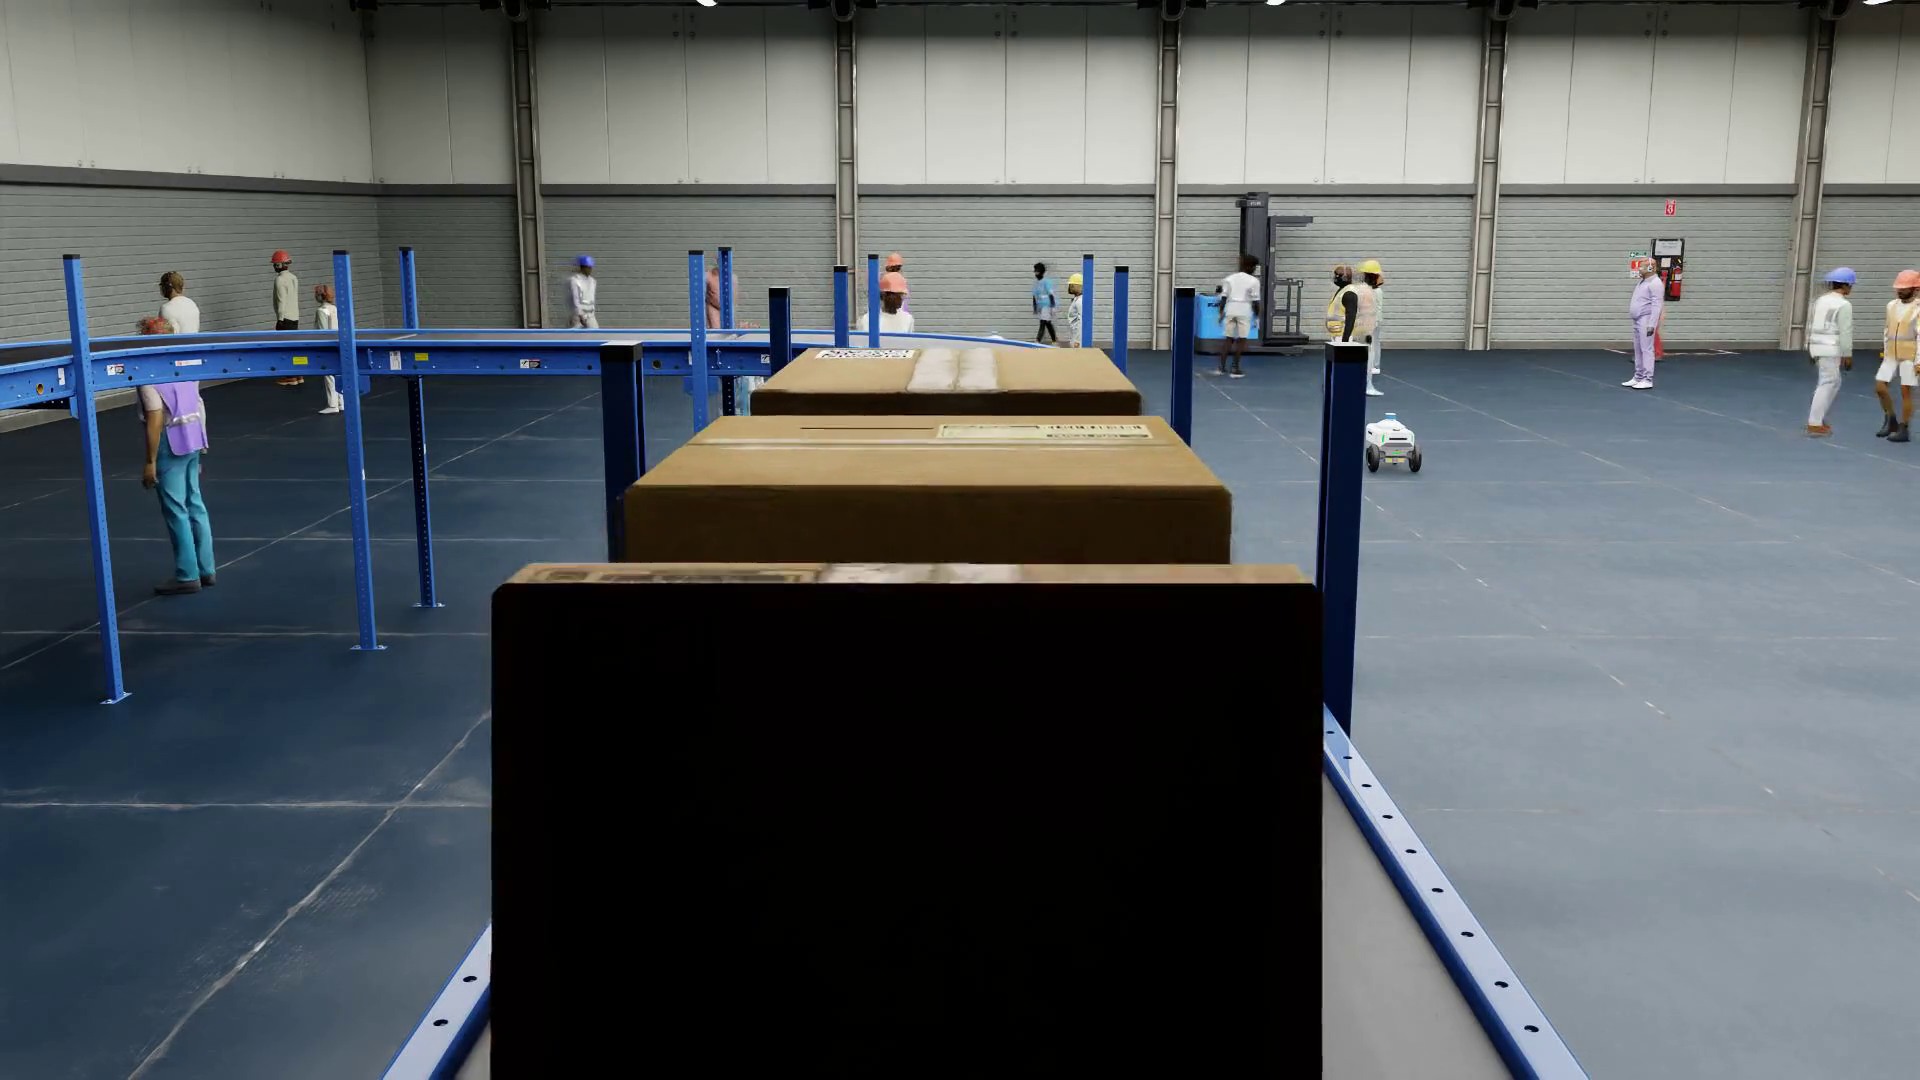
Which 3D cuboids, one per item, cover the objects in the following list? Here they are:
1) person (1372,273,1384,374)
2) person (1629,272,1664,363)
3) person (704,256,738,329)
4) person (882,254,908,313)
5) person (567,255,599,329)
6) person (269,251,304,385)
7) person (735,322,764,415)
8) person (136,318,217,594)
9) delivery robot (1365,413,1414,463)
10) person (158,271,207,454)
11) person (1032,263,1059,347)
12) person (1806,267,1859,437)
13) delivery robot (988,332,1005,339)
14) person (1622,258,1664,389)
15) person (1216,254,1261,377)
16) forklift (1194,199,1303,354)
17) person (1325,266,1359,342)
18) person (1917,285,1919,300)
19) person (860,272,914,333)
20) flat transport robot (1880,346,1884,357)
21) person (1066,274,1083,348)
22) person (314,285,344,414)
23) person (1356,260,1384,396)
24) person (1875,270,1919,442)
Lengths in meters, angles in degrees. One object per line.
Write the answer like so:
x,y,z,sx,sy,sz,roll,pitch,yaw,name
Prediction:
6.636,-3.494,26.728,0.273,1.632,0.507,0,11,0,person
11.881,-3.906,28.675,0.762,1.708,0.544,-2,11,-12,person
-4.152,-3.952,28.534,0.658,1.857,0.815,-6,12,-27,person
-0.992,-3.442,25.759,0.413,1.924,0.597,-1,11,-6,person
-5.938,-3.560,26.398,1.019,1.886,0.615,8,13,35,person
-10.133,-3.341,25.010,0.384,1.993,0.622,0,11,0,person
-1.889,-1.059,14.271,0.645,1.616,0.520,0,11,-1,person
-5.276,-0.558,11.181,0.380,1.838,0.608,1,11,6,person
4.319,-1.031,16.724,0.477,0.478,0.707,0,11,1,delivery robot
-8.176,-1.841,17.448,0.359,1.938,0.635,0,11,0,person
1.538,-4.347,31.074,0.924,1.627,0.590,-7,13,-32,person
10.000,-2.151,19.067,0.520,1.924,0.638,0,11,1,person
0.610,-3.328,28.526,0.477,0.478,0.707,-8,14,-35,delivery robot
10.032,-3.183,24.427,0.409,1.906,0.652,0,11,0,person
4.412,-3.531,26.161,0.635,1.923,0.494,8,14,37,person
5.313,-4.851,30.603,1.873,2.768,1.129,0,11,1,forklift
5.184,-2.801,22.644,0.429,1.841,0.636,0,11,0,person
15.836,-3.624,27.072,0.481,1.747,0.554,-6,13,-29,person
-0.628,-1.493,15.536,0.617,1.984,1.064,-8,14,-36,person
16.776,-3.238,29.036,0.652,0.197,1.431,0,11,1,flat transport robot
1.559,-2.698,22.351,0.294,1.744,0.493,0,11,0,person
-8.079,-2.438,21.278,0.306,1.642,0.523,0,11,0,person
5.639,-2.984,23.437,0.648,1.905,0.592,2,11,8,person
10.542,-2.058,18.604,0.461,1.913,0.559,-5,12,-25,person
